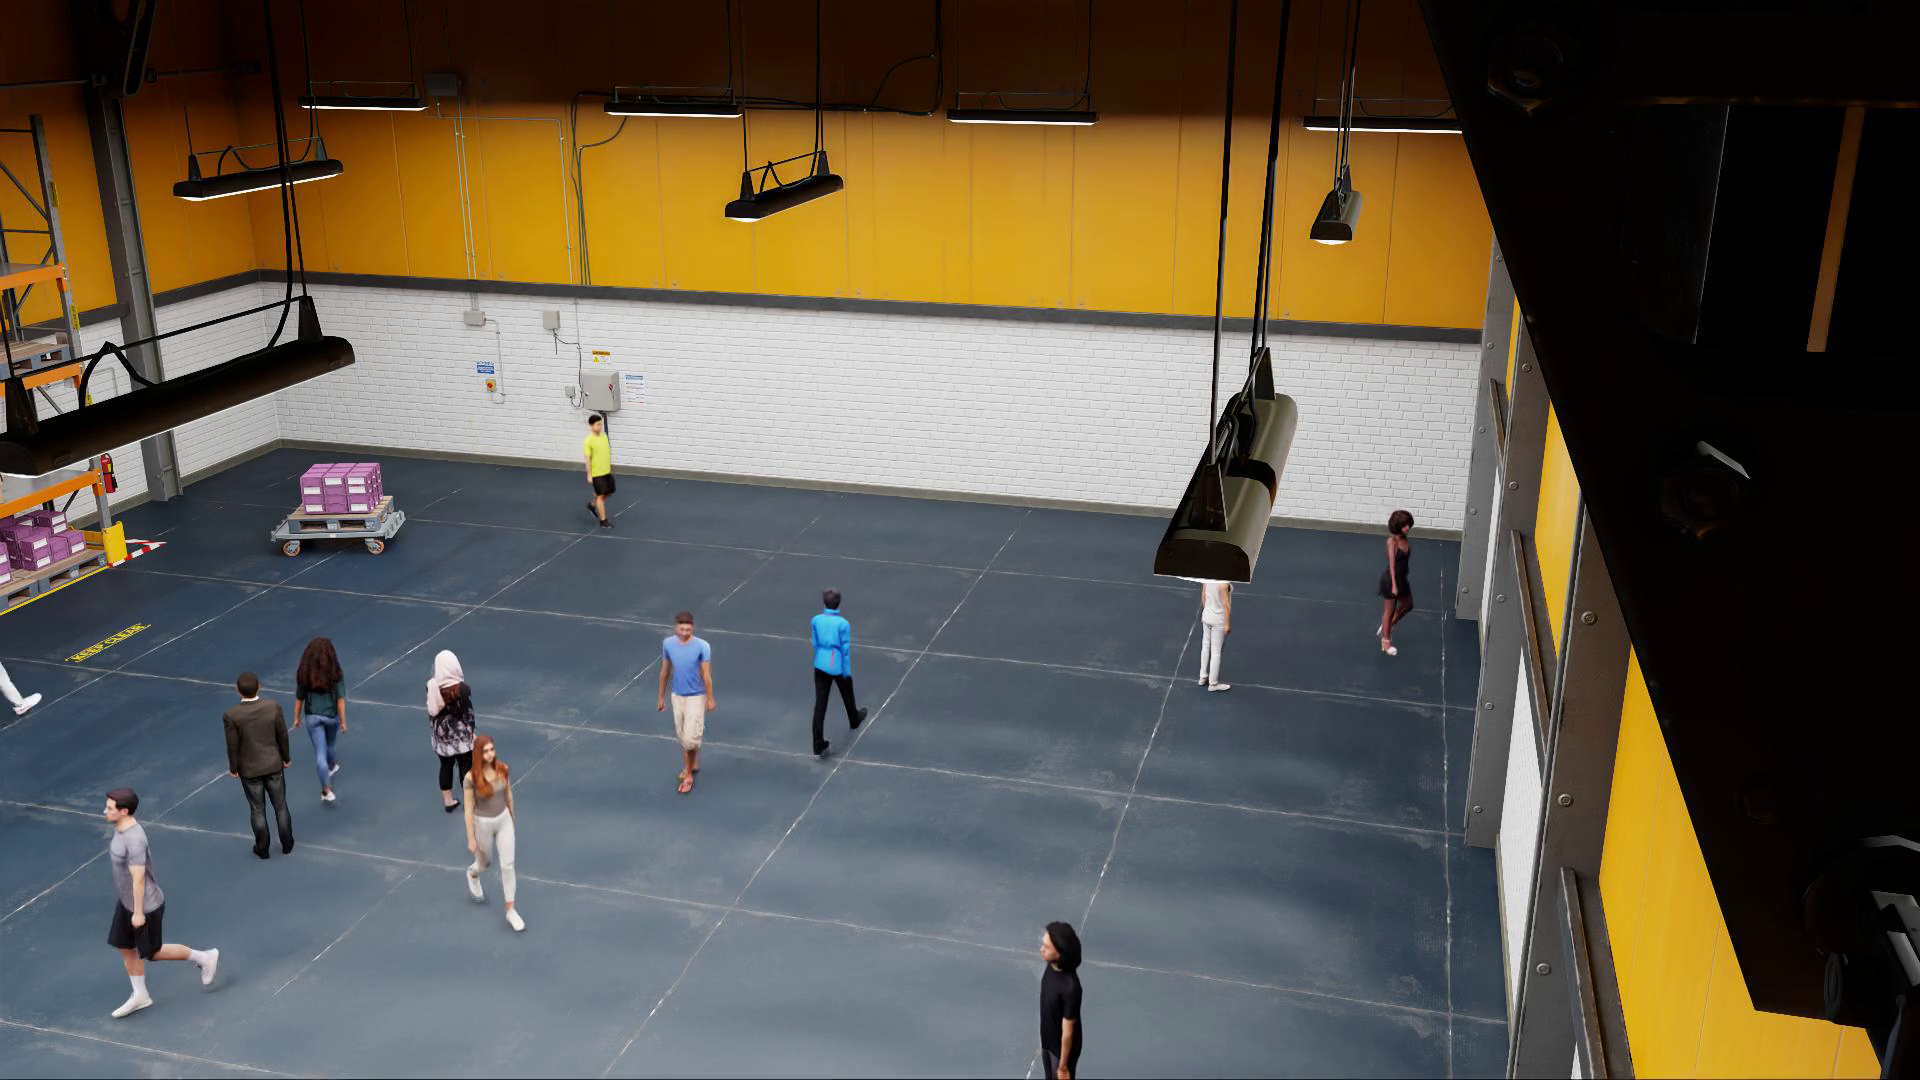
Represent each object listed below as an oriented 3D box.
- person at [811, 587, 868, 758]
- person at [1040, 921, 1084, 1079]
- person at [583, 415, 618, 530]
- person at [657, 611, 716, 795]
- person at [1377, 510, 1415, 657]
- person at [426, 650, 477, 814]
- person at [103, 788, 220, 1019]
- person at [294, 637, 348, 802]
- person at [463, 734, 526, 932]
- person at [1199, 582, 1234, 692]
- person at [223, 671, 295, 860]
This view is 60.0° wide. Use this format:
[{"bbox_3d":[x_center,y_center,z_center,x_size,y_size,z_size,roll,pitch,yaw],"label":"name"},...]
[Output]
[{"bbox_3d":[-1.365,1.390,17.009,0.726,1.740,1.178,7,20,21],"label":"person"},{"bbox_3d":[0.679,3.336,11.090,0.763,1.829,0.627,-4,19,-12],"label":"person"},{"bbox_3d":[-5.300,-1.009,24.207,0.831,1.691,0.861,11,22,30],"label":"person"},{"bbox_3d":[-2.645,1.521,16.468,0.717,1.837,0.844,7,20,20],"label":"person"},{"bbox_3d":[5.056,0.491,19.617,0.707,1.779,0.760,-16,25,-40],"label":"person"},{"bbox_3d":[-4.854,1.823,15.881,0.617,1.638,0.610,4,19,13],"label":"person"},{"bbox_3d":[-6.204,2.757,12.785,1.148,1.844,0.981,-17,25,-40],"label":"person"},{"bbox_3d":[-6.177,1.774,16.144,1.042,1.563,1.229,-6,20,-18],"label":"person"},{"bbox_3d":[-3.990,2.416,14.029,1.076,1.697,1.050,-15,23,-37],"label":"person"},{"bbox_3d":[2.859,0.866,18.670,0.749,1.671,0.679,-9,21,-26],"label":"person"},{"bbox_3d":[-6.324,2.018,15.042,0.726,1.805,0.793,-11,21,-29],"label":"person"}]
